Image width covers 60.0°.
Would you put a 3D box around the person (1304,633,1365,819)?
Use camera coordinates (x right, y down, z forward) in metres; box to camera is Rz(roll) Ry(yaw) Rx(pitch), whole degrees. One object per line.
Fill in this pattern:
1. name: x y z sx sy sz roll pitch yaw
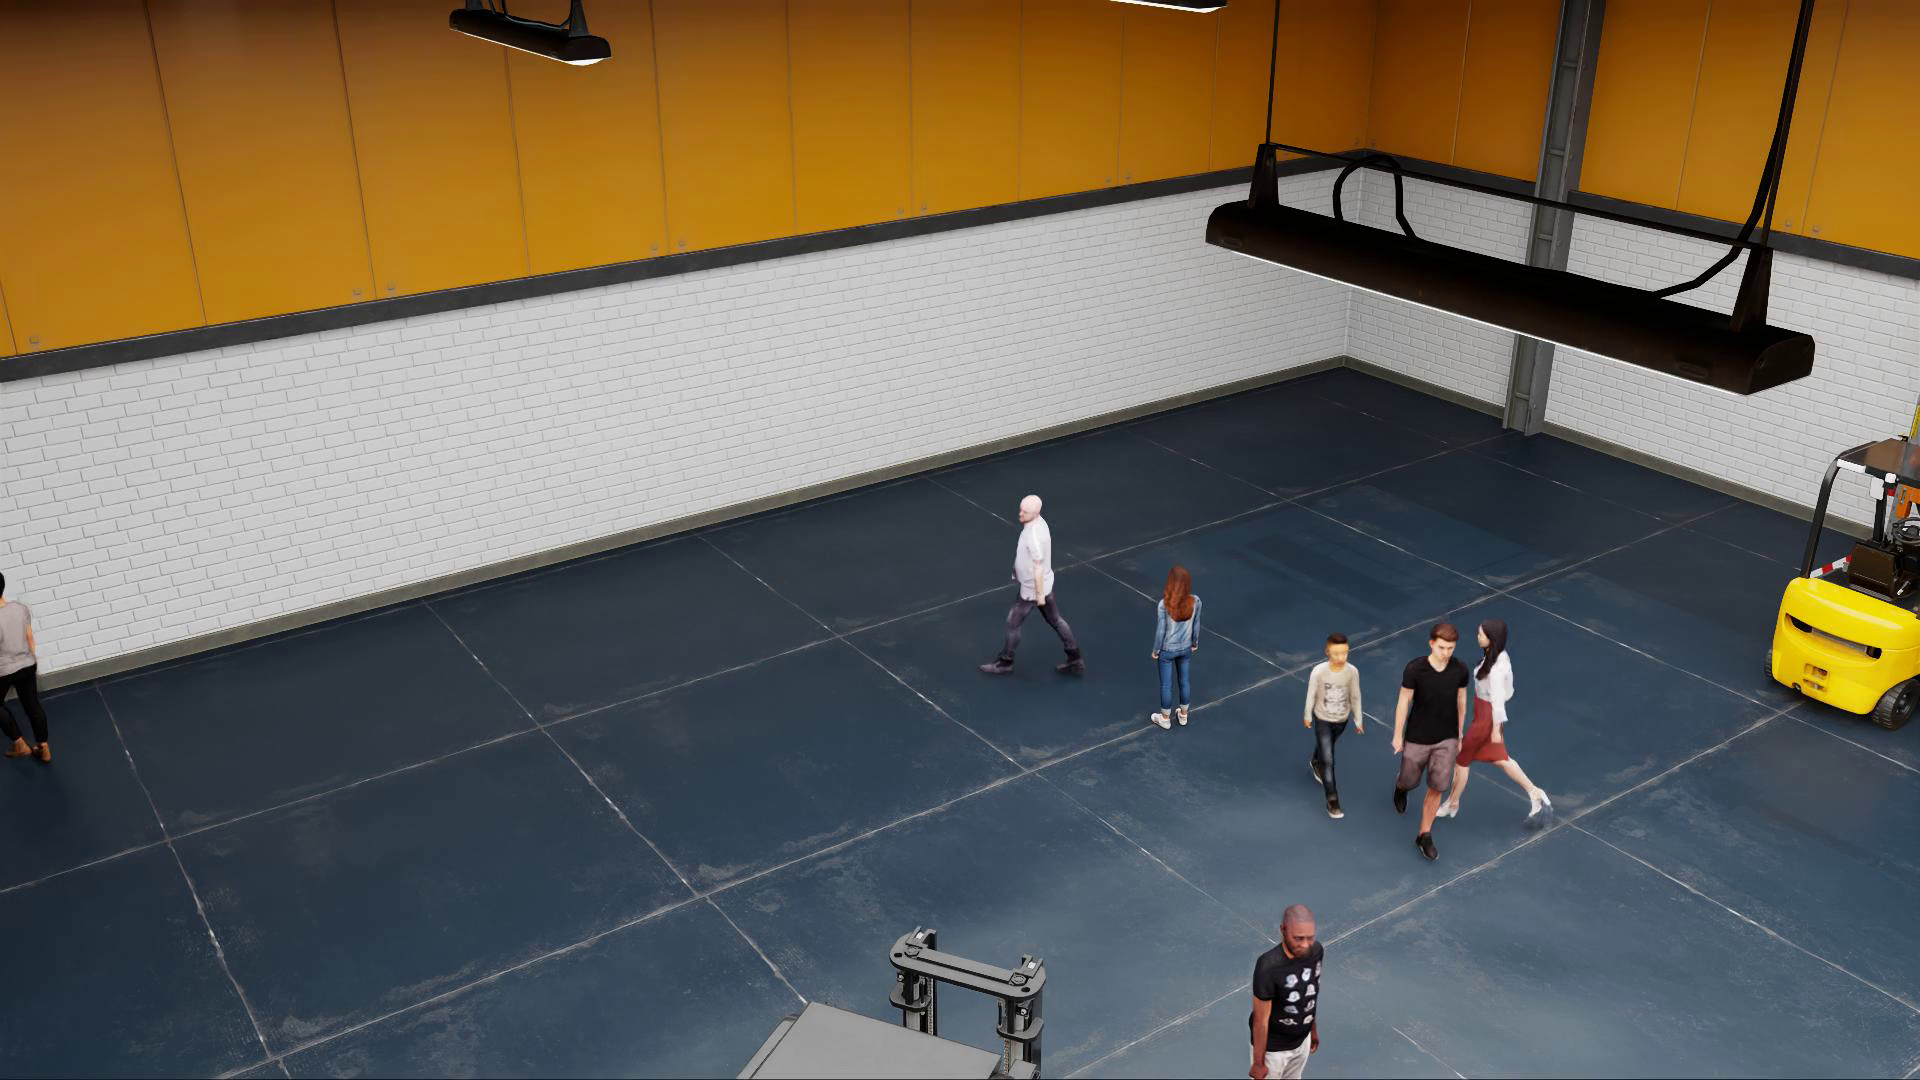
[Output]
1. person: 2.895 1.369 13.093 0.851 1.435 1.123 -5 24 -10

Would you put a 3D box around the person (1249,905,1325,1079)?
1. person: 1.808 2.803 9.355 0.665 1.803 0.569 -17 29 -34

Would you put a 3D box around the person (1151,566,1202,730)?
1. person: 1.827 0.904 14.105 0.624 1.476 0.582 -8 25 -18

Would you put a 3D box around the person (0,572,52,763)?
1. person: -7.639 1.058 13.463 0.736 1.709 0.716 15 28 30

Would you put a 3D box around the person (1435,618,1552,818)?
1. person: 4.097 1.417 12.631 1.165 1.717 1.042 5 24 12

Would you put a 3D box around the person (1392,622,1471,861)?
1. person: 3.507 1.423 12.460 1.026 1.843 1.145 0 24 1

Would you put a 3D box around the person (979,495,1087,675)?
1. person: 0.767 0.429 14.792 1.275 1.797 1.189 5 24 12
